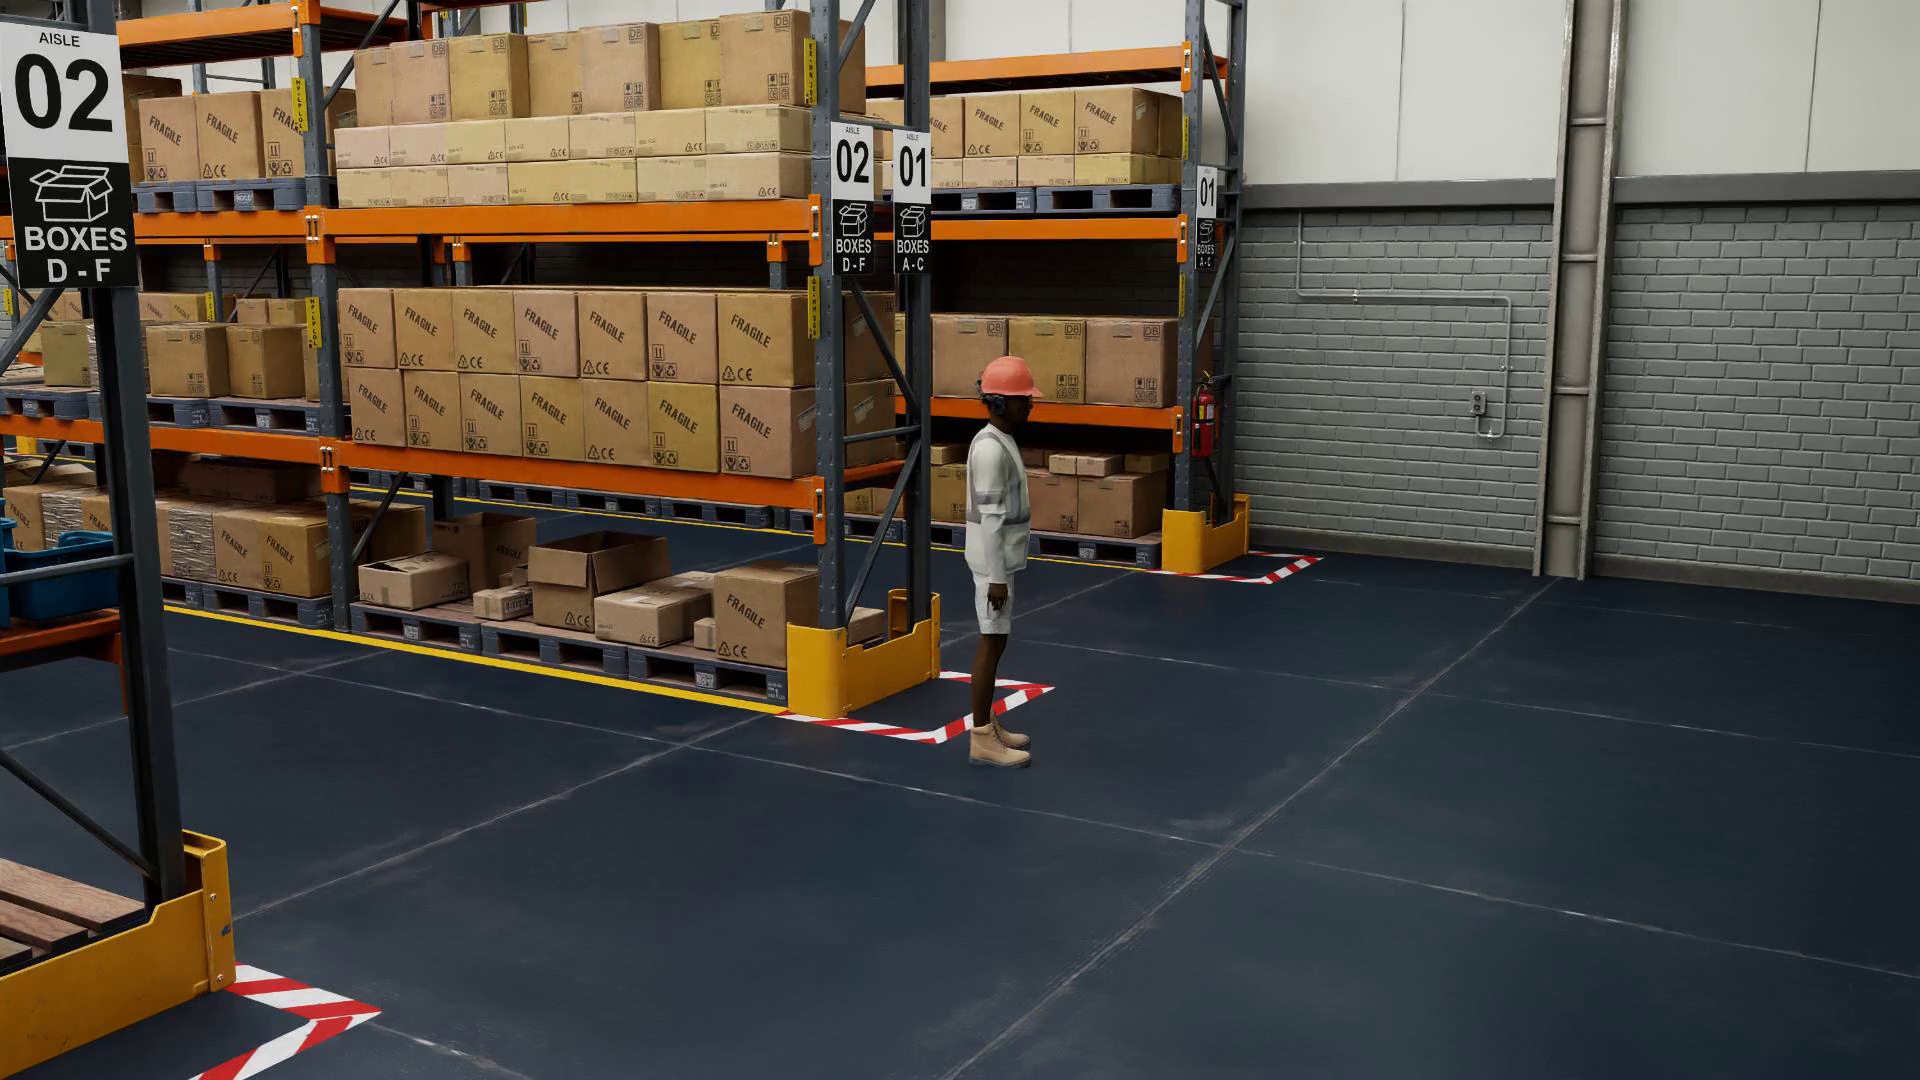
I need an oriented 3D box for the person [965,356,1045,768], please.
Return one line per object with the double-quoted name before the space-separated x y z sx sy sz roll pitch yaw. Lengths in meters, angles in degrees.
"person" 0.222 0.105 8.320 0.391 2.040 0.615 1 10 4
